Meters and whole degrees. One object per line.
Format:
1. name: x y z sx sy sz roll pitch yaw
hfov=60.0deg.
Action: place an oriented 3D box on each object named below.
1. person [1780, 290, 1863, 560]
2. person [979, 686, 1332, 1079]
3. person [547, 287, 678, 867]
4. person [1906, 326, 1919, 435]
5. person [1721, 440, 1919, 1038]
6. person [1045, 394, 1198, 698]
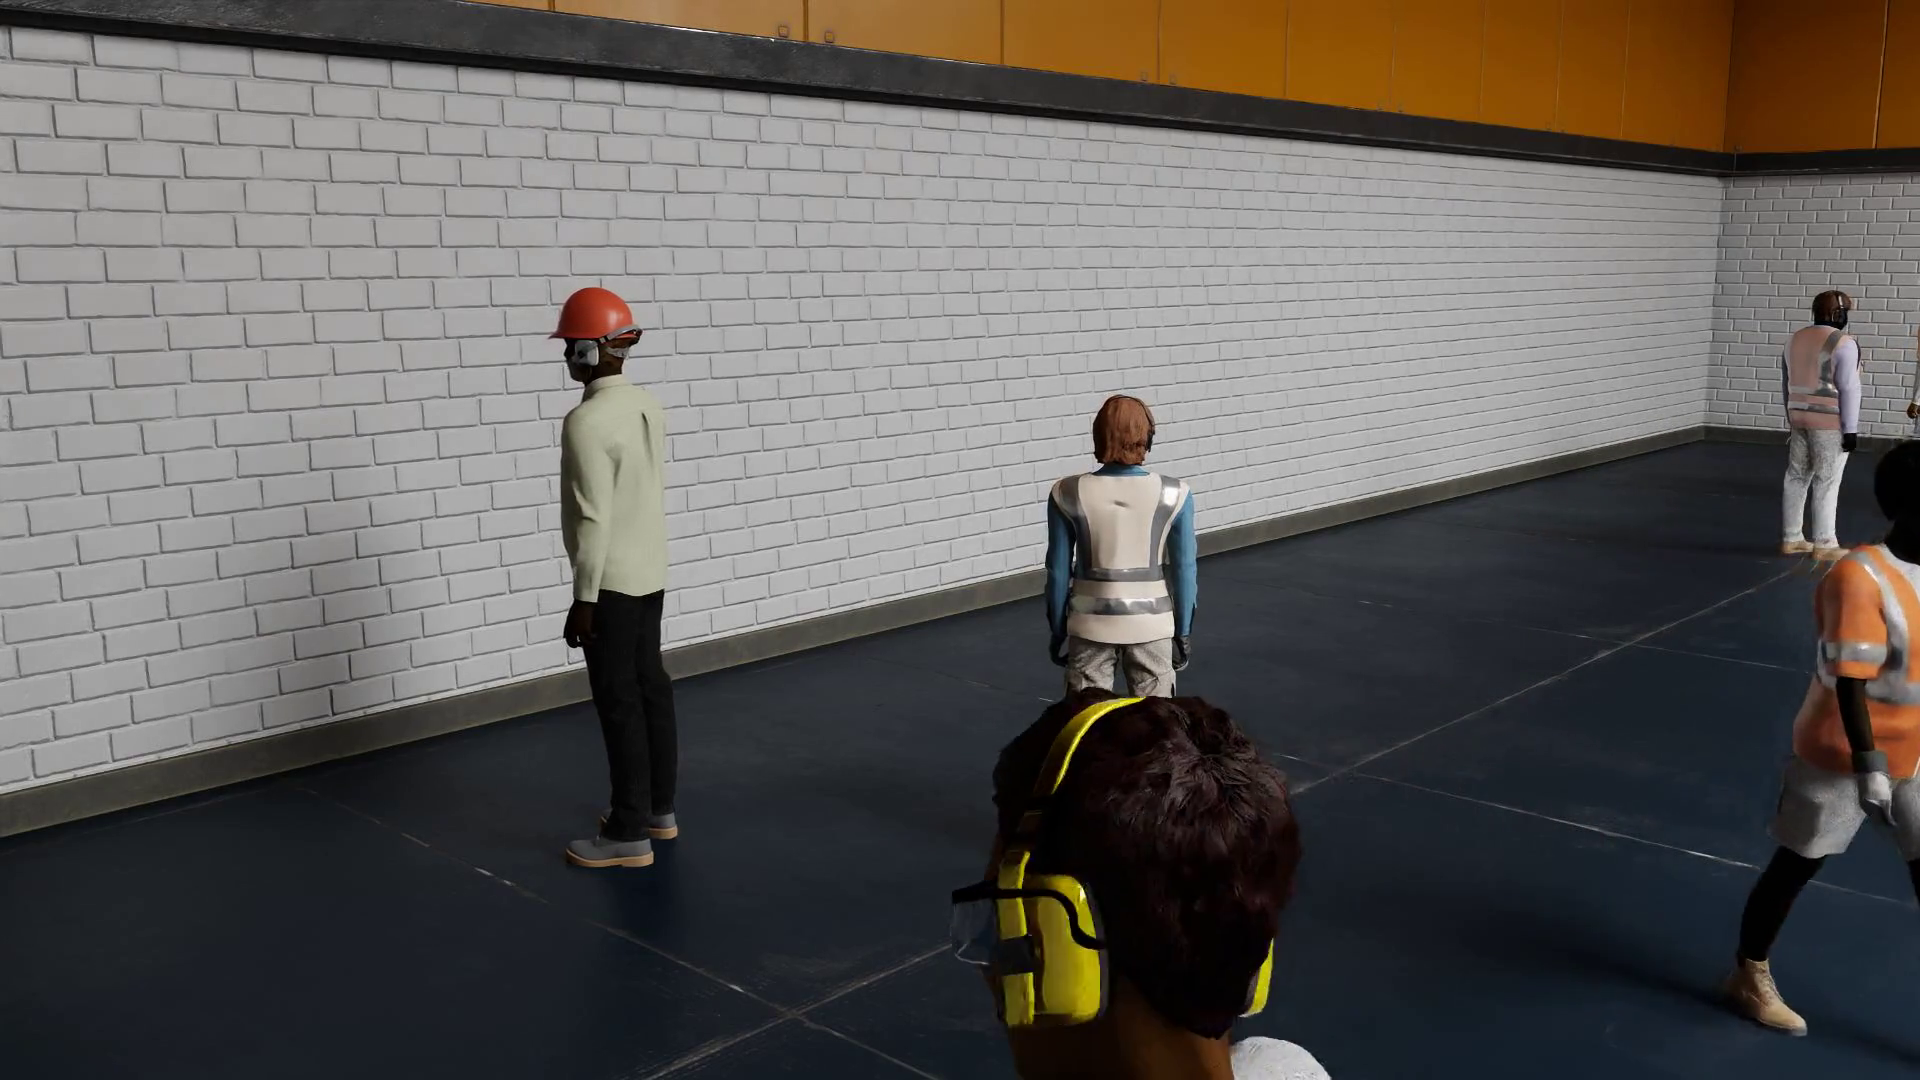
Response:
1. person: 5.920 -0.784 11.414 0.429 1.844 0.627 -3 10 -15
2. person: 0.165 1.017 1.194 0.623 1.828 0.626 2 10 11
3. person: -1.207 0.133 5.754 0.395 1.993 0.614 2 10 13
4. person: 7.835 -1.162 13.290 0.544 1.939 0.350 -2 10 -10
5. person: 2.405 0.566 4.257 0.551 1.653 0.873 -5 11 -26
6. person: 0.543 0.330 5.643 0.515 1.641 0.308 1 10 6
